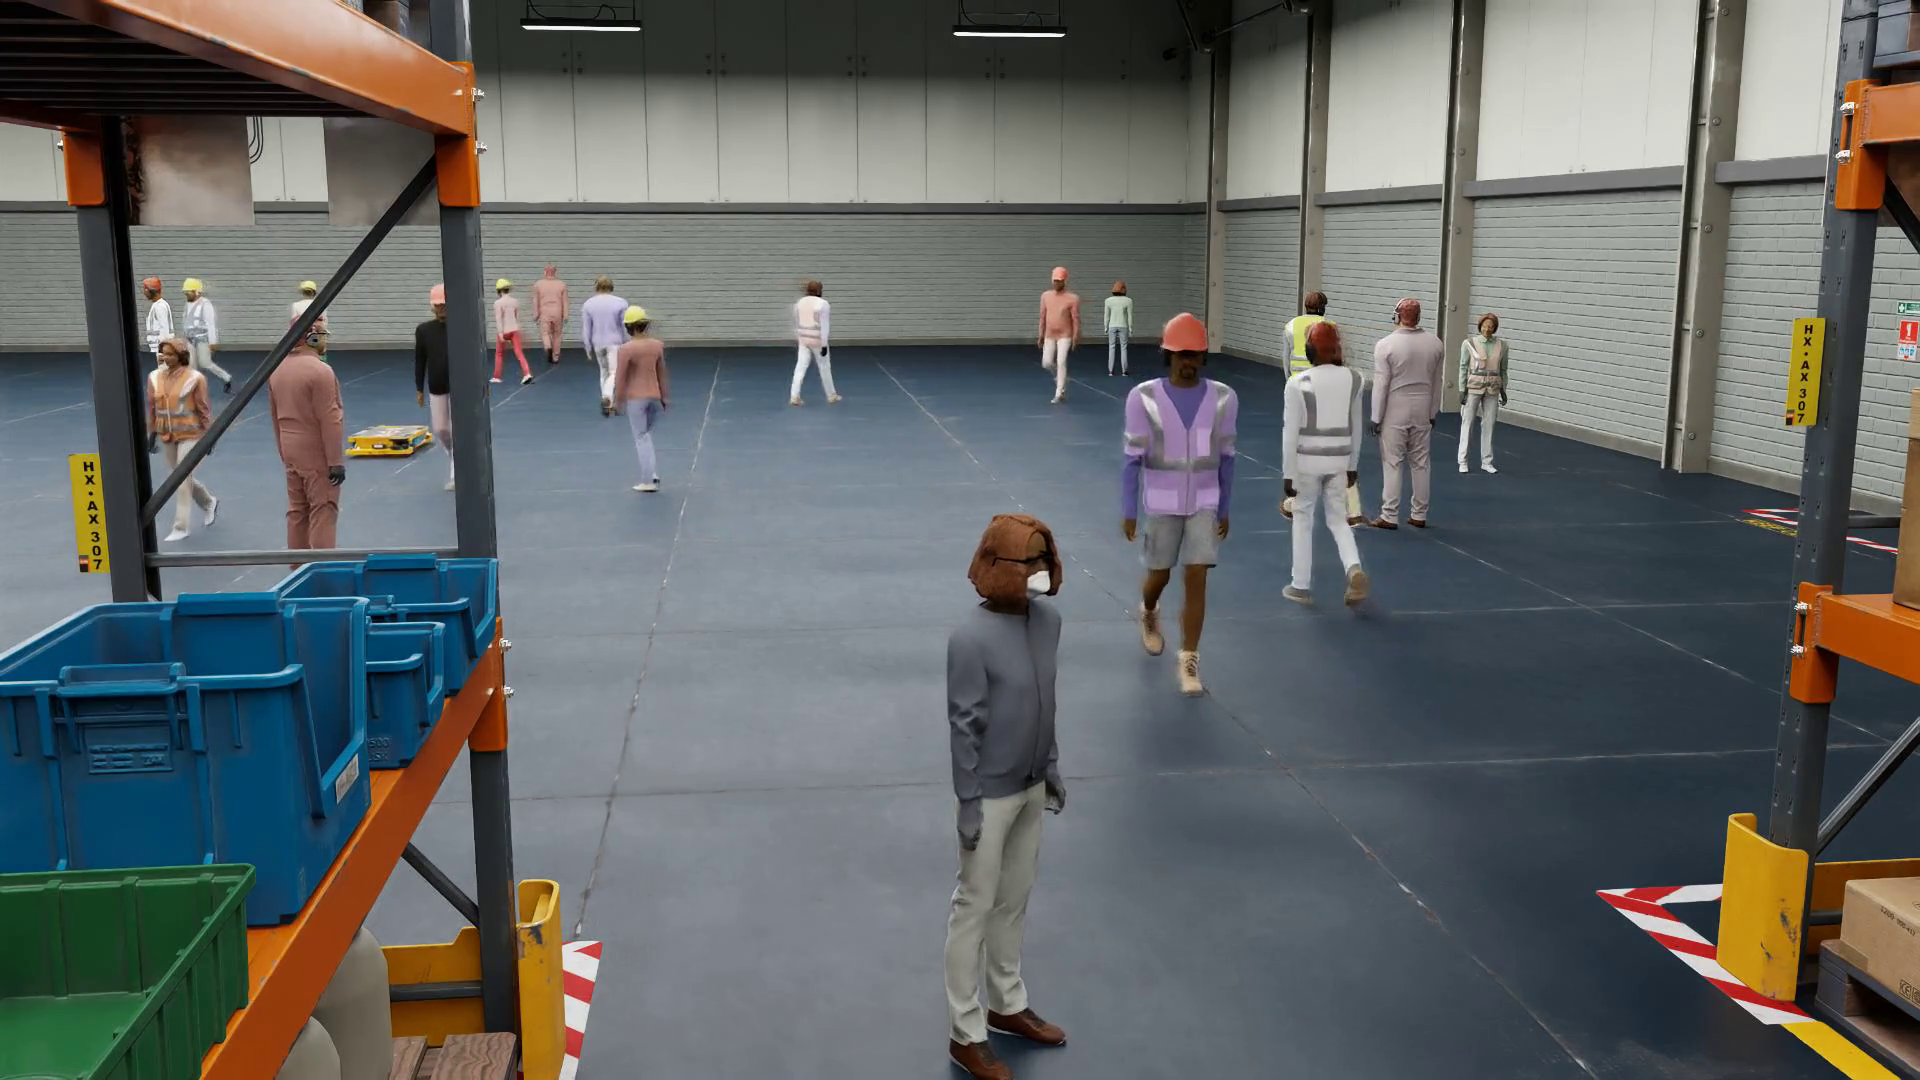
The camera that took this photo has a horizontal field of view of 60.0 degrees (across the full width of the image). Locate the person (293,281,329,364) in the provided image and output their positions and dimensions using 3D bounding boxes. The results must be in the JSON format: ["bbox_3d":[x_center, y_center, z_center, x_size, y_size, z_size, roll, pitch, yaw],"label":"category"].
[{"bbox_3d":[-10.052,-3.156,25.848,0.543,1.720,0.838,0,10,-3],"label":"person"}]

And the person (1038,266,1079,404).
[{"bbox_3d":[1.449,-2.970,24.117,0.632,1.979,0.611,6,12,28],"label":"person"}]

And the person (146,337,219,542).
[{"bbox_3d":[-6.260,-0.835,13.432,0.518,1.616,0.750,2,11,13],"label":"person"}]

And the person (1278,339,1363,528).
[{"bbox_3d":[3.054,-0.896,13.887,0.492,1.568,0.914,-5,11,-25],"label":"person"}]

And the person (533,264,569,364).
[{"bbox_3d":[-7.723,-4.263,31.447,0.661,1.891,0.642,-3,11,-16],"label":"person"}]

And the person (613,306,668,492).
[{"bbox_3d":[-3.048,-1.331,15.741,0.481,1.747,0.552,8,13,39],"label":"person"}]

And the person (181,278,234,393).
[{"bbox_3d":[-11.298,-3.013,24.844,0.593,1.805,0.668,7,12,33],"label":"person"}]

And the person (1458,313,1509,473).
[{"bbox_3d":[5.332,-1.495,16.975,0.512,1.638,0.312,-1,10,-3],"label":"person"}]

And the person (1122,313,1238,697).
[{"bbox_3d":[1.166,-0.222,8.982,0.615,2.018,0.858,-1,10,-4],"label":"person"}]

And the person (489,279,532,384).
[{"bbox_3d":[-7.386,-3.413,27.259,0.901,1.726,0.521,8,13,36],"label":"person"}]

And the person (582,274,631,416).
[{"bbox_3d":[-4.762,-2.615,22.378,0.632,1.912,0.854,2,10,9],"label":"person"}]

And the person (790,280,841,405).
[{"bbox_3d":[-2.128,-2.833,23.917,0.645,1.794,0.971,7,12,32],"label":"person"}]

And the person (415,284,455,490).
[{"bbox_3d":[-4.933,-1.495,16.099,0.627,1.970,0.838,0,10,0],"label":"person"}]

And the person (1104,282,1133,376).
[{"bbox_3d":[2.753,-3.666,28.886,0.503,1.631,0.283,3,11,16],"label":"person"}]

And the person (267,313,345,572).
[{"bbox_3d":[-4.310,-0.563,11.130,0.643,1.908,0.399,8,13,37],"label":"person"}]

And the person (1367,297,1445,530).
[{"bbox_3d":[3.651,-1.037,13.725,0.637,1.911,0.403,-3,11,-17],"label":"person"}]

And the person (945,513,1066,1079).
[{"bbox_3d":[0.143,0.725,4.812,0.286,1.633,0.501,8,13,36],"label":"person"}]

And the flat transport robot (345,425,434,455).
[{"bbox_3d":[-6.412,-1.132,18.734,0.652,0.197,1.431,-1,10,-6],"label":"flat transport robot"}]

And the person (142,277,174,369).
[{"bbox_3d":[-10.352,-2.456,21.559,0.356,1.886,0.573,-5,12,-26],"label":"person"}]

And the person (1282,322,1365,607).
[{"bbox_3d":[2.352,-0.472,10.732,0.589,1.869,0.712,-3,11,-15],"label":"person"}]

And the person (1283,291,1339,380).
[{"bbox_3d":[3.673,-1.657,17.301,0.635,1.842,0.429,9,13,40],"label":"person"}]
